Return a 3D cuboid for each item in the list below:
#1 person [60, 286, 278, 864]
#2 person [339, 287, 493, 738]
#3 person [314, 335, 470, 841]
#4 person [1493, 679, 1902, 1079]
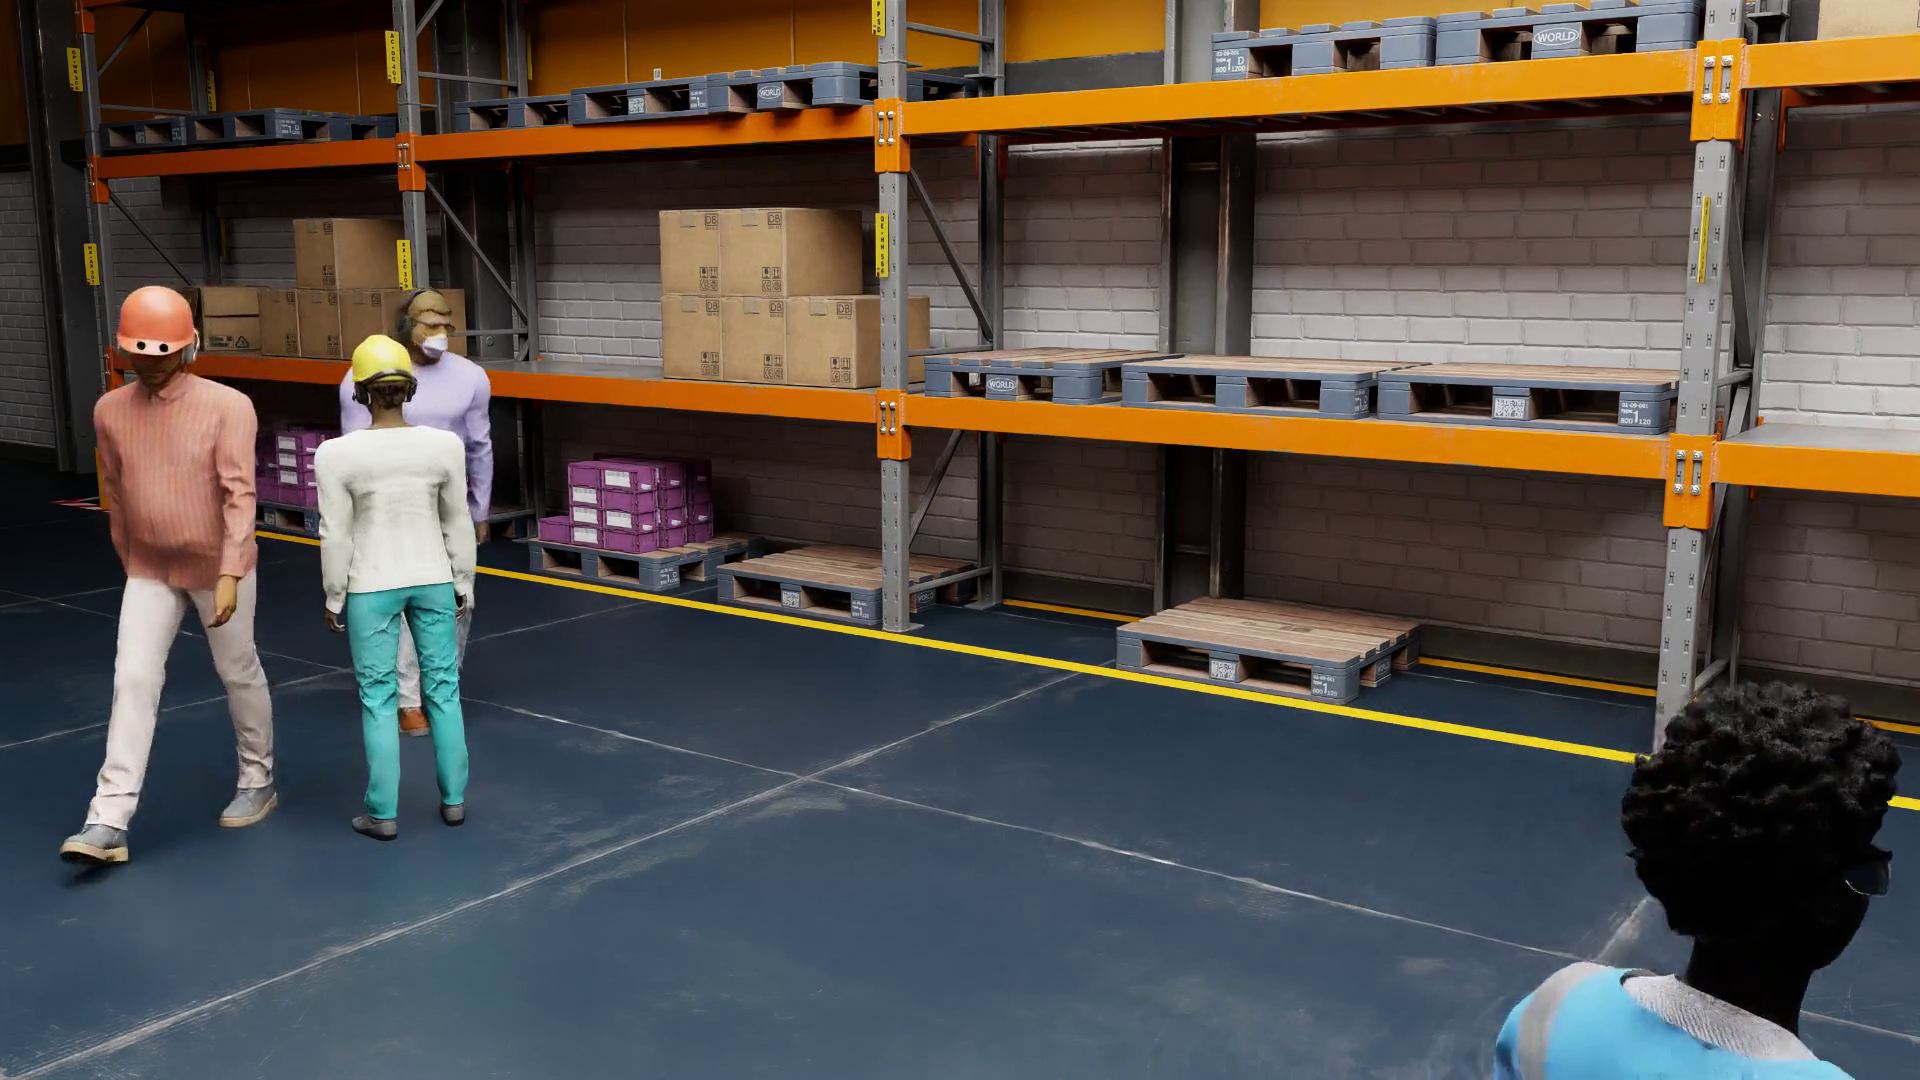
[{"bbox_3d":[-2.668,0.118,5.649,0.607,1.929,0.970,0,10,3],"label":"person"},{"bbox_3d":[-2.284,-0.105,7.038,0.652,1.912,0.473,-5,11,-27],"label":"person"},{"bbox_3d":[-1.976,0.170,5.842,0.525,1.770,0.306,-7,12,-36],"label":"person"},{"bbox_3d":[0.605,0.947,1.513,0.838,1.667,0.530,-2,10,-13],"label":"person"}]
